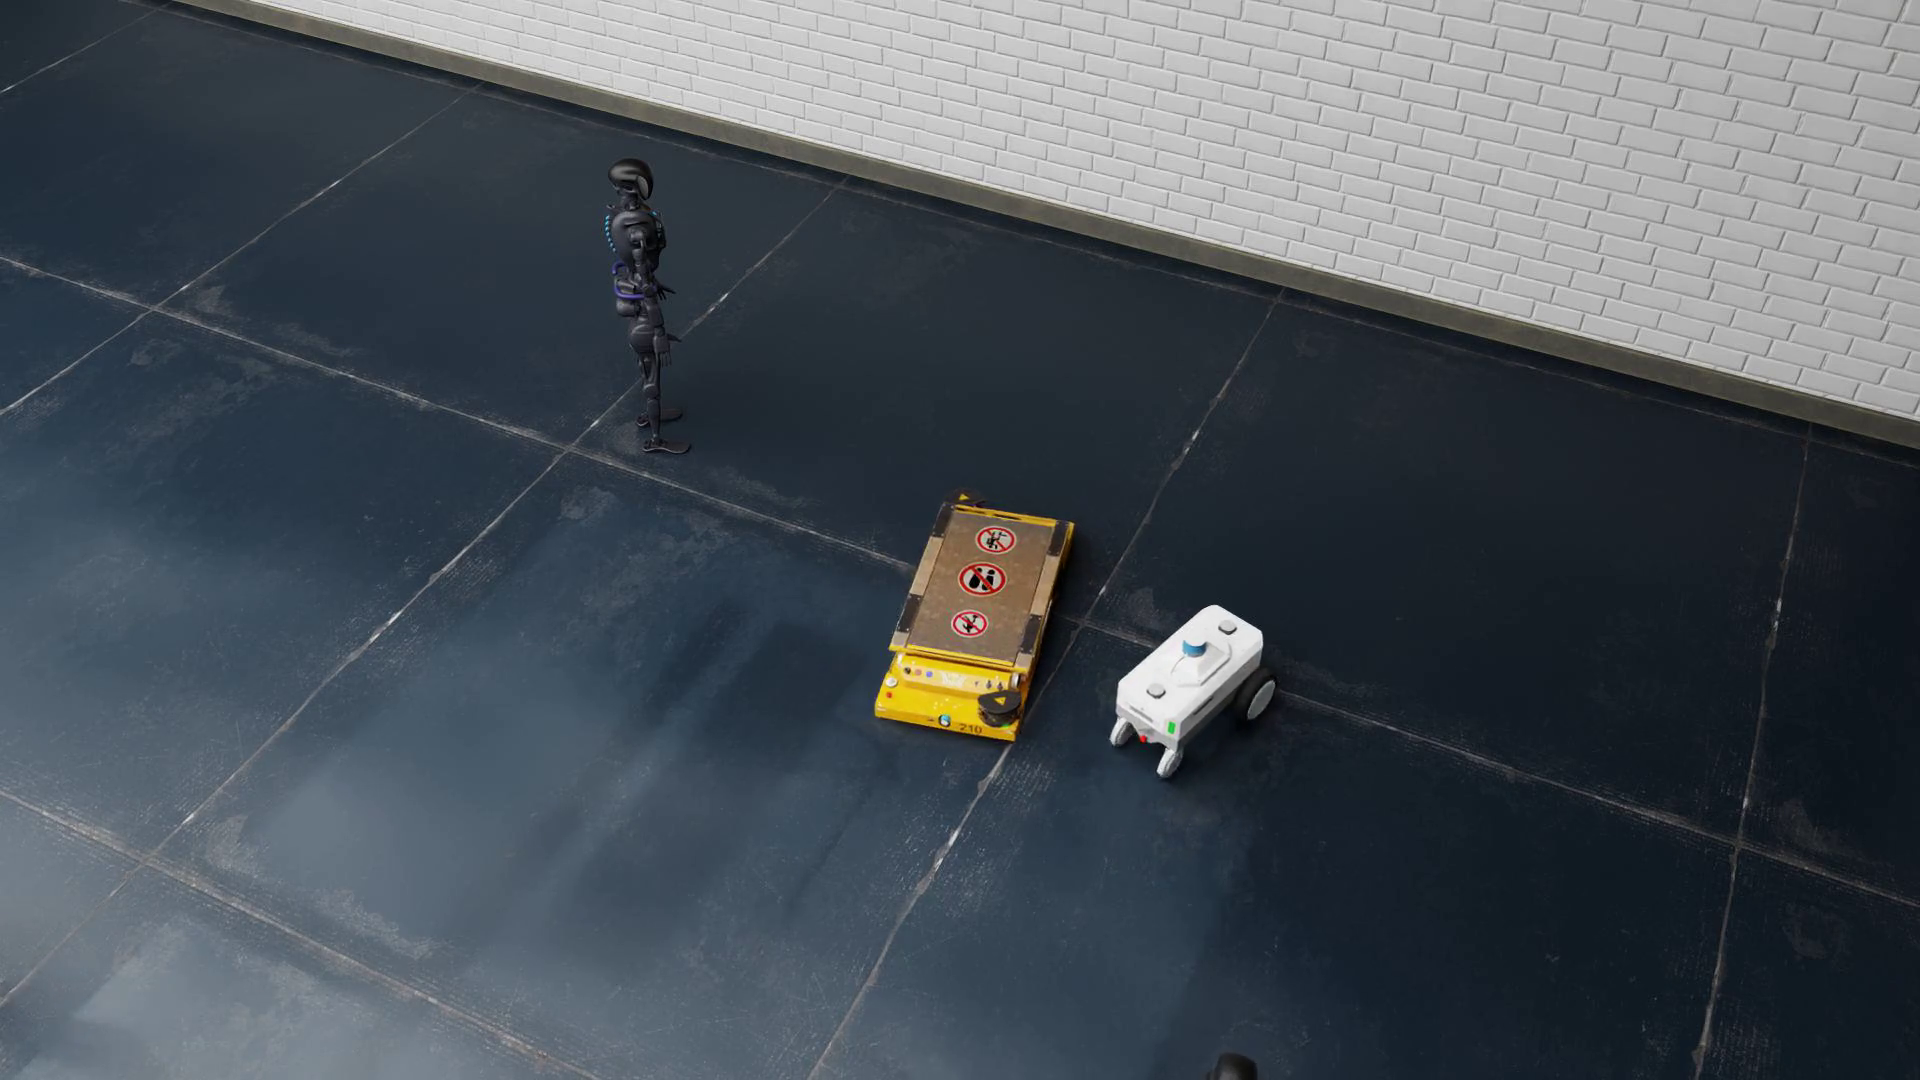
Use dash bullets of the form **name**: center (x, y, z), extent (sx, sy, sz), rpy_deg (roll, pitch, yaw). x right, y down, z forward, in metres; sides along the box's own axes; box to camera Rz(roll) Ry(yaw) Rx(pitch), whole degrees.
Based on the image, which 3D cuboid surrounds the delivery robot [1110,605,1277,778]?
- **delivery robot**: center (1.028, 0.630, 7.376), extent (0.499, 0.609, 0.807), rpy_deg (32, 52, 30)

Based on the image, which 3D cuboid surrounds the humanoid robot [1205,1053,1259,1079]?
- **humanoid robot**: center (0.733, 2.020, 5.040), extent (0.600, 1.658, 0.347), rpy_deg (4, 43, 5)

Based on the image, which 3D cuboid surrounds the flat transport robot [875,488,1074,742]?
- **flat transport robot**: center (0.095, 0.321, 7.908), extent (0.659, 0.231, 1.431), rpy_deg (9, 44, 10)

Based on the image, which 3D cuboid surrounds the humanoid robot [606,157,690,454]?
- **humanoid robot**: center (-1.604, -1.210, 8.514), extent (0.315, 1.657, 0.599), rpy_deg (-8, 43, -9)
